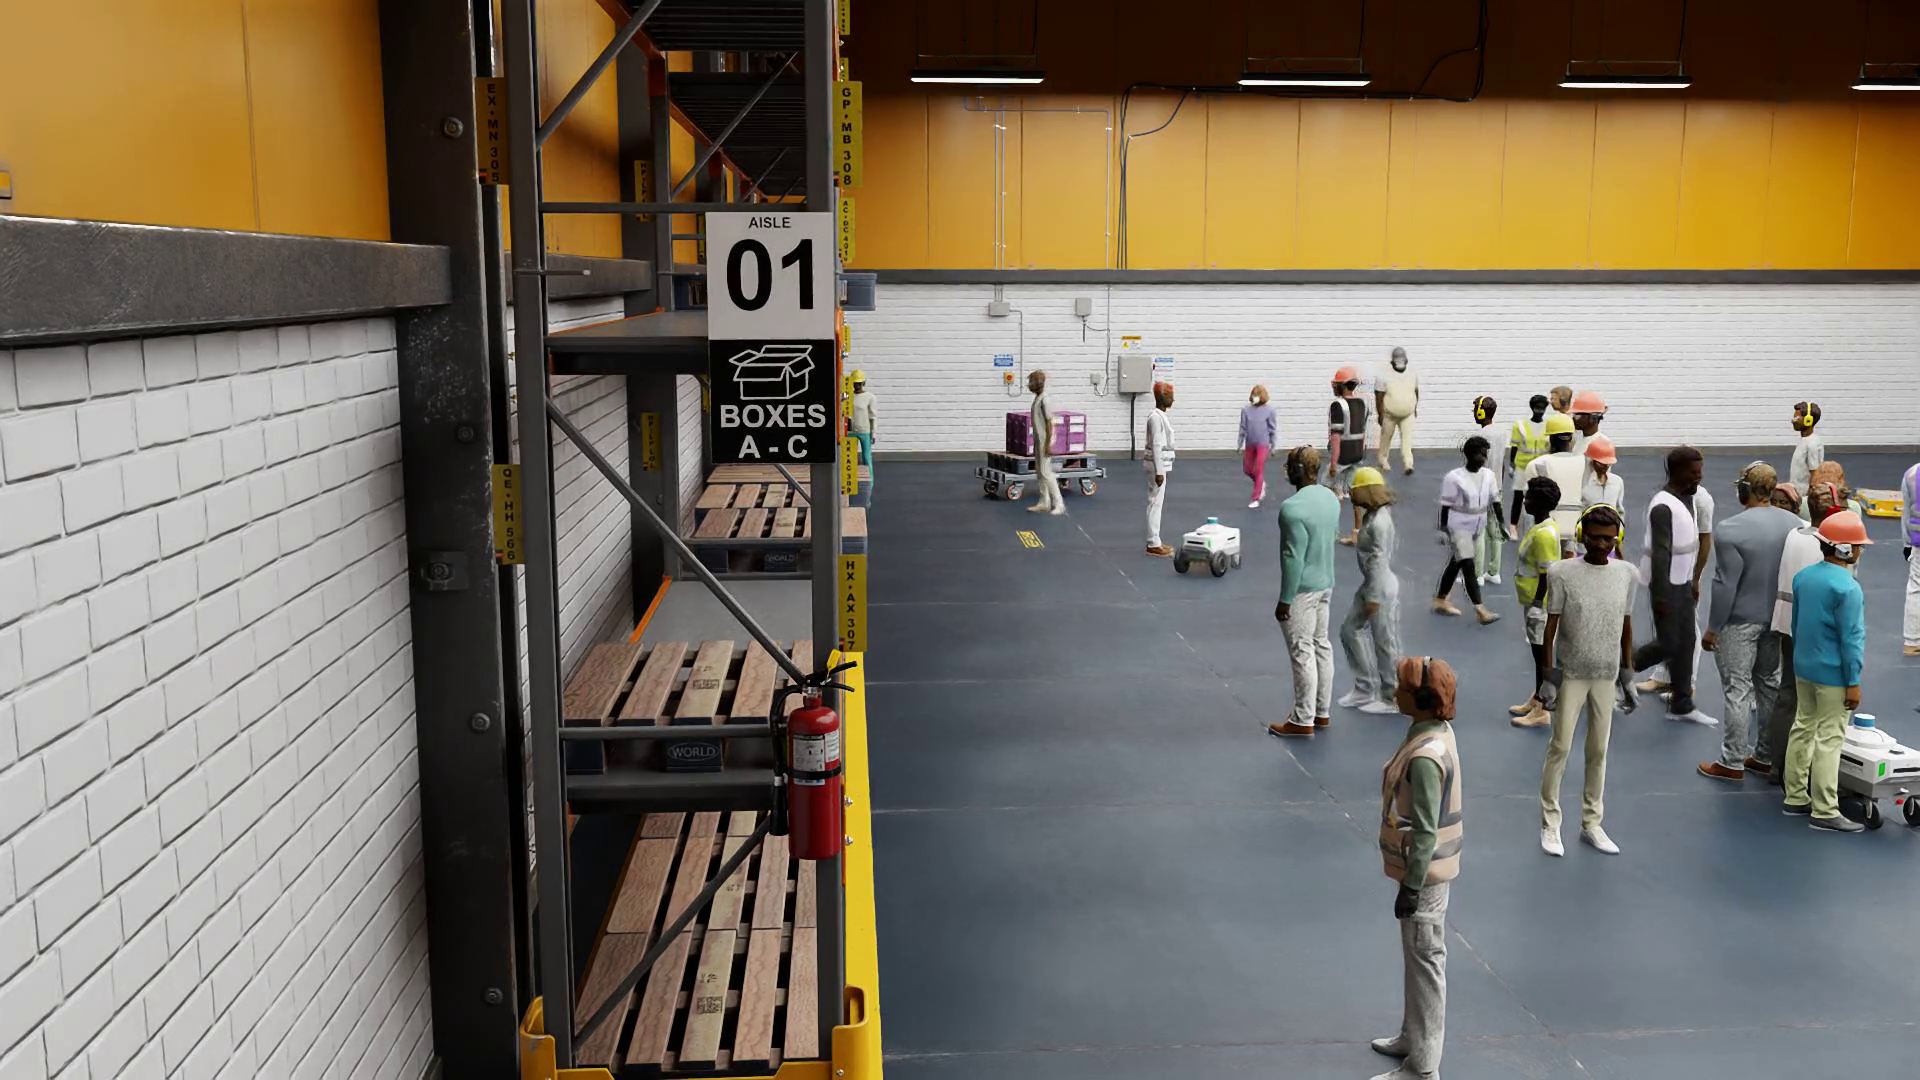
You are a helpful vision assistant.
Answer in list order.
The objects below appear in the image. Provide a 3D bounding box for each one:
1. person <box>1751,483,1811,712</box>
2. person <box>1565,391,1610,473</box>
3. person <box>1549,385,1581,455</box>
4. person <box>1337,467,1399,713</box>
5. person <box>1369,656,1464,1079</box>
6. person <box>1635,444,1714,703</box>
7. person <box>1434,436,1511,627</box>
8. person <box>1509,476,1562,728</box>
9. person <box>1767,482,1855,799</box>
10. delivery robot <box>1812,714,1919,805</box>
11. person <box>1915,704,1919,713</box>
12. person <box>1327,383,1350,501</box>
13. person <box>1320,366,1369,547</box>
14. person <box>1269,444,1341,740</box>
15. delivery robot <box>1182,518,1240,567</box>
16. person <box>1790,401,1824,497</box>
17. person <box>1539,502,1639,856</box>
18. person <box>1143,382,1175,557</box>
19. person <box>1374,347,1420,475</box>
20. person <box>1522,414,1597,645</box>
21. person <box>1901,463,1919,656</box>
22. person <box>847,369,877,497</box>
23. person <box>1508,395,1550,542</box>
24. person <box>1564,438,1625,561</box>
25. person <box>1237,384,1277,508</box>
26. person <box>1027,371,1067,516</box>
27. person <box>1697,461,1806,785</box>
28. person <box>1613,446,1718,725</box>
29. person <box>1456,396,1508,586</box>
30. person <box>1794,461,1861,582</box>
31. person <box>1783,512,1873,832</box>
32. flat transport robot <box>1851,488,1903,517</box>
[{"bbox_3d":[5.572,0.420,11.339,0.523,1.638,0.310,7,12,38],"label":"person"},{"bbox_3d":[5.364,-0.256,14.316,0.377,2.044,0.607,0,9,1],"label":"person"},{"bbox_3d":[6.658,-0.781,18.312,0.439,1.841,0.535,-1,9,-7],"label":"person"},{"bbox_3d":[2.813,0.357,11.479,0.546,1.703,0.512,1,9,3],"label":"person"},{"bbox_3d":[1.717,1.235,6.217,0.307,1.641,0.514,3,9,16],"label":"person"},{"bbox_3d":[5.111,0.236,11.846,0.343,1.847,0.507,-2,9,-12],"label":"person"},{"bbox_3d":[4.454,-0.087,14.475,0.550,1.631,0.894,-5,10,-27],"label":"person"},{"bbox_3d":[3.891,0.414,11.191,0.321,1.697,0.529,3,10,18],"label":"person"},{"bbox_3d":[4.960,0.579,9.690,0.385,1.845,0.569,-2,9,-11],"label":"person"},{"bbox_3d":[5.084,1.226,9.378,0.477,0.478,0.707,-2,9,-11],"label":"delivery robot"},{"bbox_3d":[6.876,0.308,10.929,1.001,1.990,0.630,-1,9,-3],"label":"person"},{"bbox_3d":[5.110,-1.341,22.395,0.309,1.639,0.522,8,12,39],"label":"person"},{"bbox_3d":[4.277,-0.935,18.656,0.633,2.012,0.759,-7,11,-37],"label":"person"},{"bbox_3d":[2.263,0.337,10.917,0.366,1.938,0.630,7,12,38],"label":"person"},{"bbox_3d":[2.569,0.014,16.985,0.477,0.478,0.707,6,11,35],"label":"delivery robot"},{"bbox_3d":[7.809,-0.351,15.456,0.323,1.871,0.530,3,10,18],"label":"person"},{"bbox_3d":[3.298,0.728,8.707,0.518,1.865,0.328,-1,9,-4],"label":"person"},{"bbox_3d":[2.167,-0.768,18.033,0.355,1.883,0.573,1,9,9],"label":"person"},{"bbox_3d":[6.696,-2.033,25.485,0.723,2.000,1.058,0,9,0],"label":"person"},{"bbox_3d":[4.857,-0.067,13.528,0.590,1.918,0.400,1,9,5],"label":"person"},{"bbox_3d":[7.725,0.046,13.094,0.429,1.837,0.624,-5,10,-28],"label":"person"},{"bbox_3d":[-1.396,-1.459,22.774,0.525,1.759,0.343,3,9,15],"label":"person"},{"bbox_3d":[6.524,-0.815,18.932,0.545,1.695,0.340,2,9,10],"label":"person"},{"bbox_3d":[5.140,0.034,13.464,0.574,1.736,0.354,-3,10,-19],"label":"person"},{"bbox_3d":[3.928,-1.252,21.885,0.509,1.617,0.609,6,11,33],"label":"person"},{"bbox_3d":[1.120,-1.223,21.119,0.562,1.820,0.567,-2,9,-9],"label":"person"},{"bbox_3d":[4.713,0.494,9.934,0.627,1.940,0.372,-3,10,-20],"label":"person"},{"bbox_3d":[4.796,0.302,11.279,0.712,1.898,0.605,7,11,37],"label":"person"},{"bbox_3d":[5.136,-0.478,16.301,0.509,1.860,0.333,-6,11,-33],"label":"person"},{"bbox_3d":[6.561,0.213,12.653,0.499,1.633,0.286,7,11,36],"label":"person"},{"bbox_3d":[4.787,0.712,9.144,0.326,1.752,0.559,-1,9,-4],"label":"person"},{"bbox_3d":[11.882,-0.477,21.248,0.652,0.197,1.431,3,10,19],"label":"flat transport robot"}]
